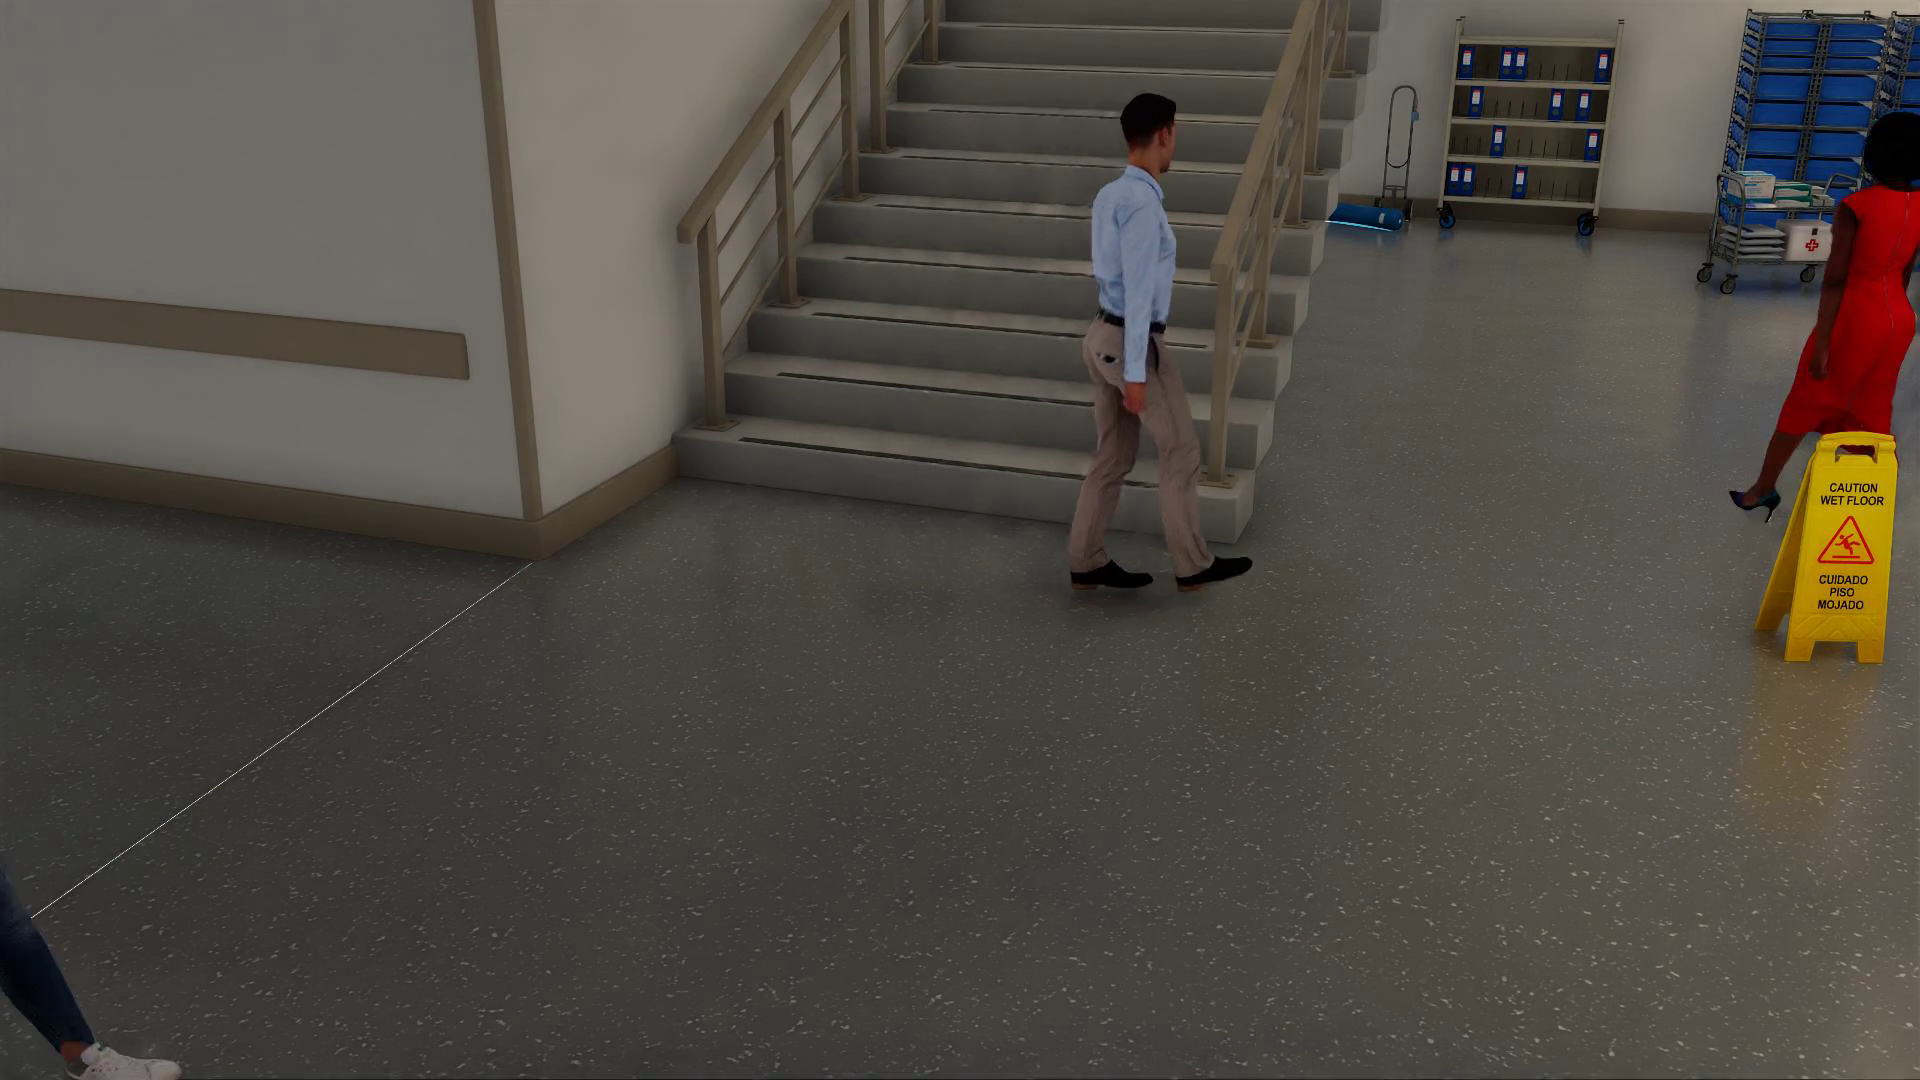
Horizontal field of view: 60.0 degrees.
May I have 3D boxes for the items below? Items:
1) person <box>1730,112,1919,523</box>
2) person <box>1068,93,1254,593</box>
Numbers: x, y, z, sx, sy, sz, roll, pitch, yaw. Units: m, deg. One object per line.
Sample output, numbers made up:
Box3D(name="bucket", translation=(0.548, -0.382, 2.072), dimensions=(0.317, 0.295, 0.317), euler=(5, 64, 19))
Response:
Box3D(name="person", translation=(3.491, -0.718, 6.343), dimensions=(0.882, 1.718, 1.059), euler=(-4, 21, -10))
Box3D(name="person", translation=(0.543, -0.655, 6.050), dimensions=(1.058, 1.806, 1.041), euler=(-3, 21, -9))
